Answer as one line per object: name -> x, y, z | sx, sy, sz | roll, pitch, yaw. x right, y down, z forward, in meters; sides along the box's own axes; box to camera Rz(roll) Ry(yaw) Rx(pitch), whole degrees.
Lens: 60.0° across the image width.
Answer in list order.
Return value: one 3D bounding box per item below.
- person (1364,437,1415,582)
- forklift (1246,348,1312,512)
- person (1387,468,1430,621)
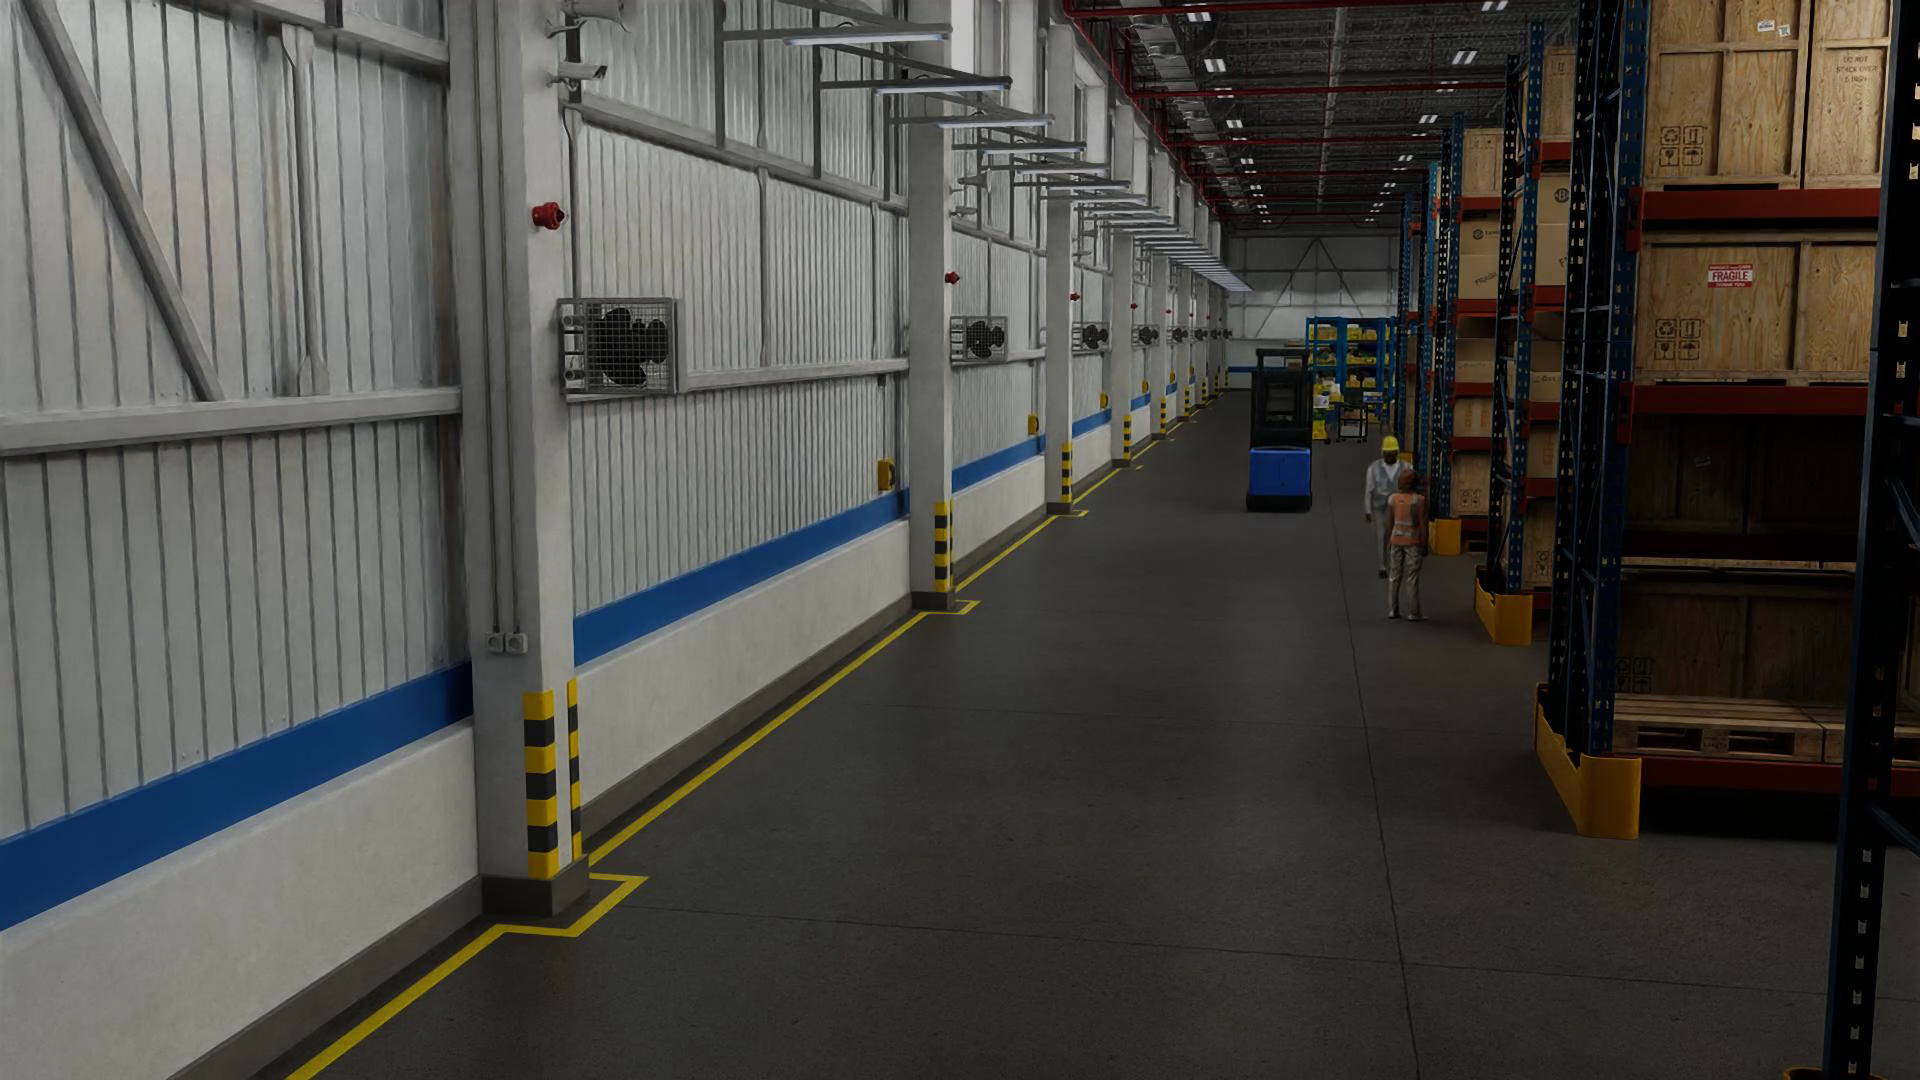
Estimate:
person -> 5.352, -0.381, 20.715 | 0.619, 1.798, 0.792 | 1, 7, 10
forklift -> 5.615, -1.961, 29.085 | 1.129, 2.768, 1.873 | 1, 7, 12
person -> 4.810, 0.054, 17.880 | 0.307, 1.642, 0.514 | -6, 9, -40
